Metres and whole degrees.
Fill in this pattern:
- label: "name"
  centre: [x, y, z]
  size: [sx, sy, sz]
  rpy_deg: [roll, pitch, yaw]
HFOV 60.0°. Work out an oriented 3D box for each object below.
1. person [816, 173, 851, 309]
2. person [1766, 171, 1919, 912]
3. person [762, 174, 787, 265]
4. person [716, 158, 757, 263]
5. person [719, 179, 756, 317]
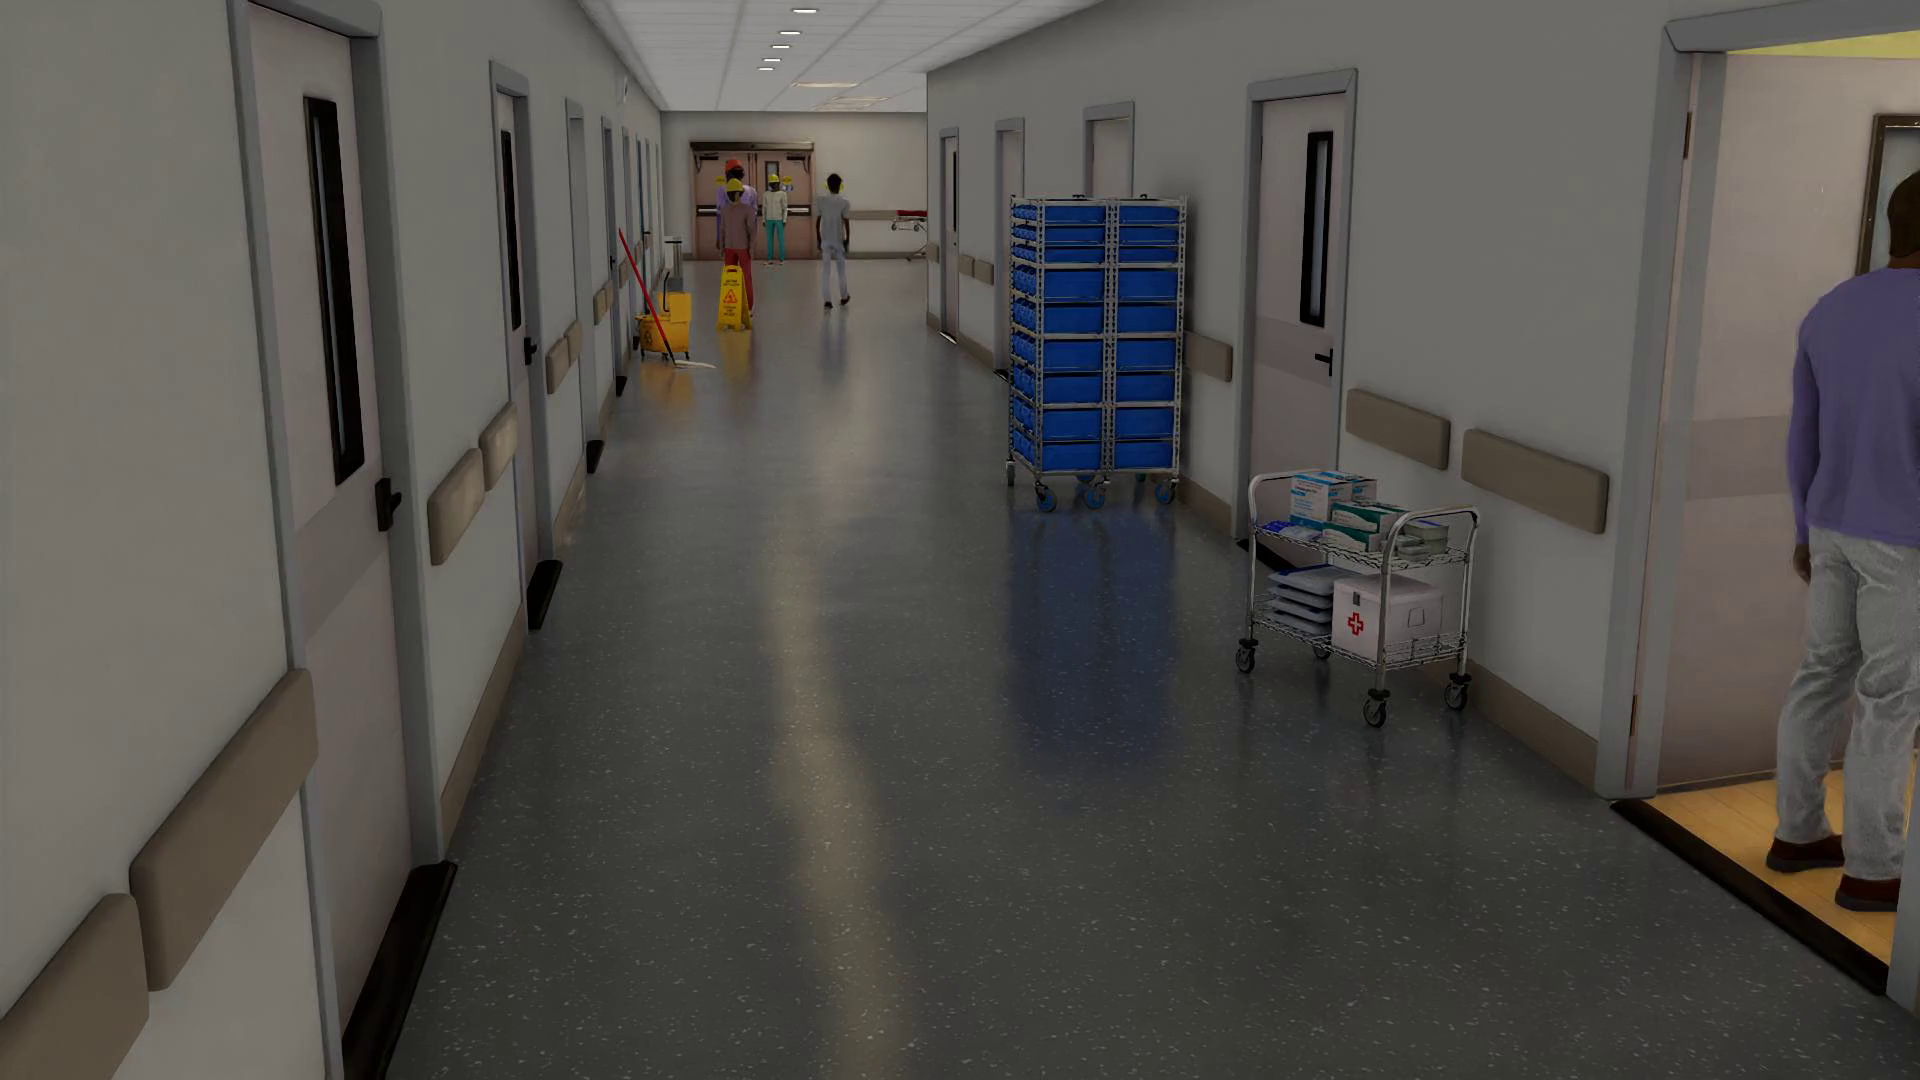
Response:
- label: "person"
  centre: [-1.739, -4.100, 22.847]
  size: [0.529, 1.821, 0.979]
  rpy_deg: [1, 13, 6]
- label: "person"
  centre: [2.426, 0.010, 4.344]
  size: [0.381, 1.936, 0.645]
  rpy_deg: [-3, 13, -12]
- label: "person"
  centre: [-3.649, -6.301, 32.747]
  size: [0.523, 1.769, 0.309]
  rpy_deg: [3, 13, 15]
- label: "person"
  centre: [-3.043, -4.144, 22.596]
  size: [0.608, 2.029, 0.407]
  rpy_deg: [-10, 16, -37]
- label: "person"
  centre: [-2.870, -3.745, 21.395]
  size: [0.523, 1.769, 0.323]
  rpy_deg: [6, 14, 25]
